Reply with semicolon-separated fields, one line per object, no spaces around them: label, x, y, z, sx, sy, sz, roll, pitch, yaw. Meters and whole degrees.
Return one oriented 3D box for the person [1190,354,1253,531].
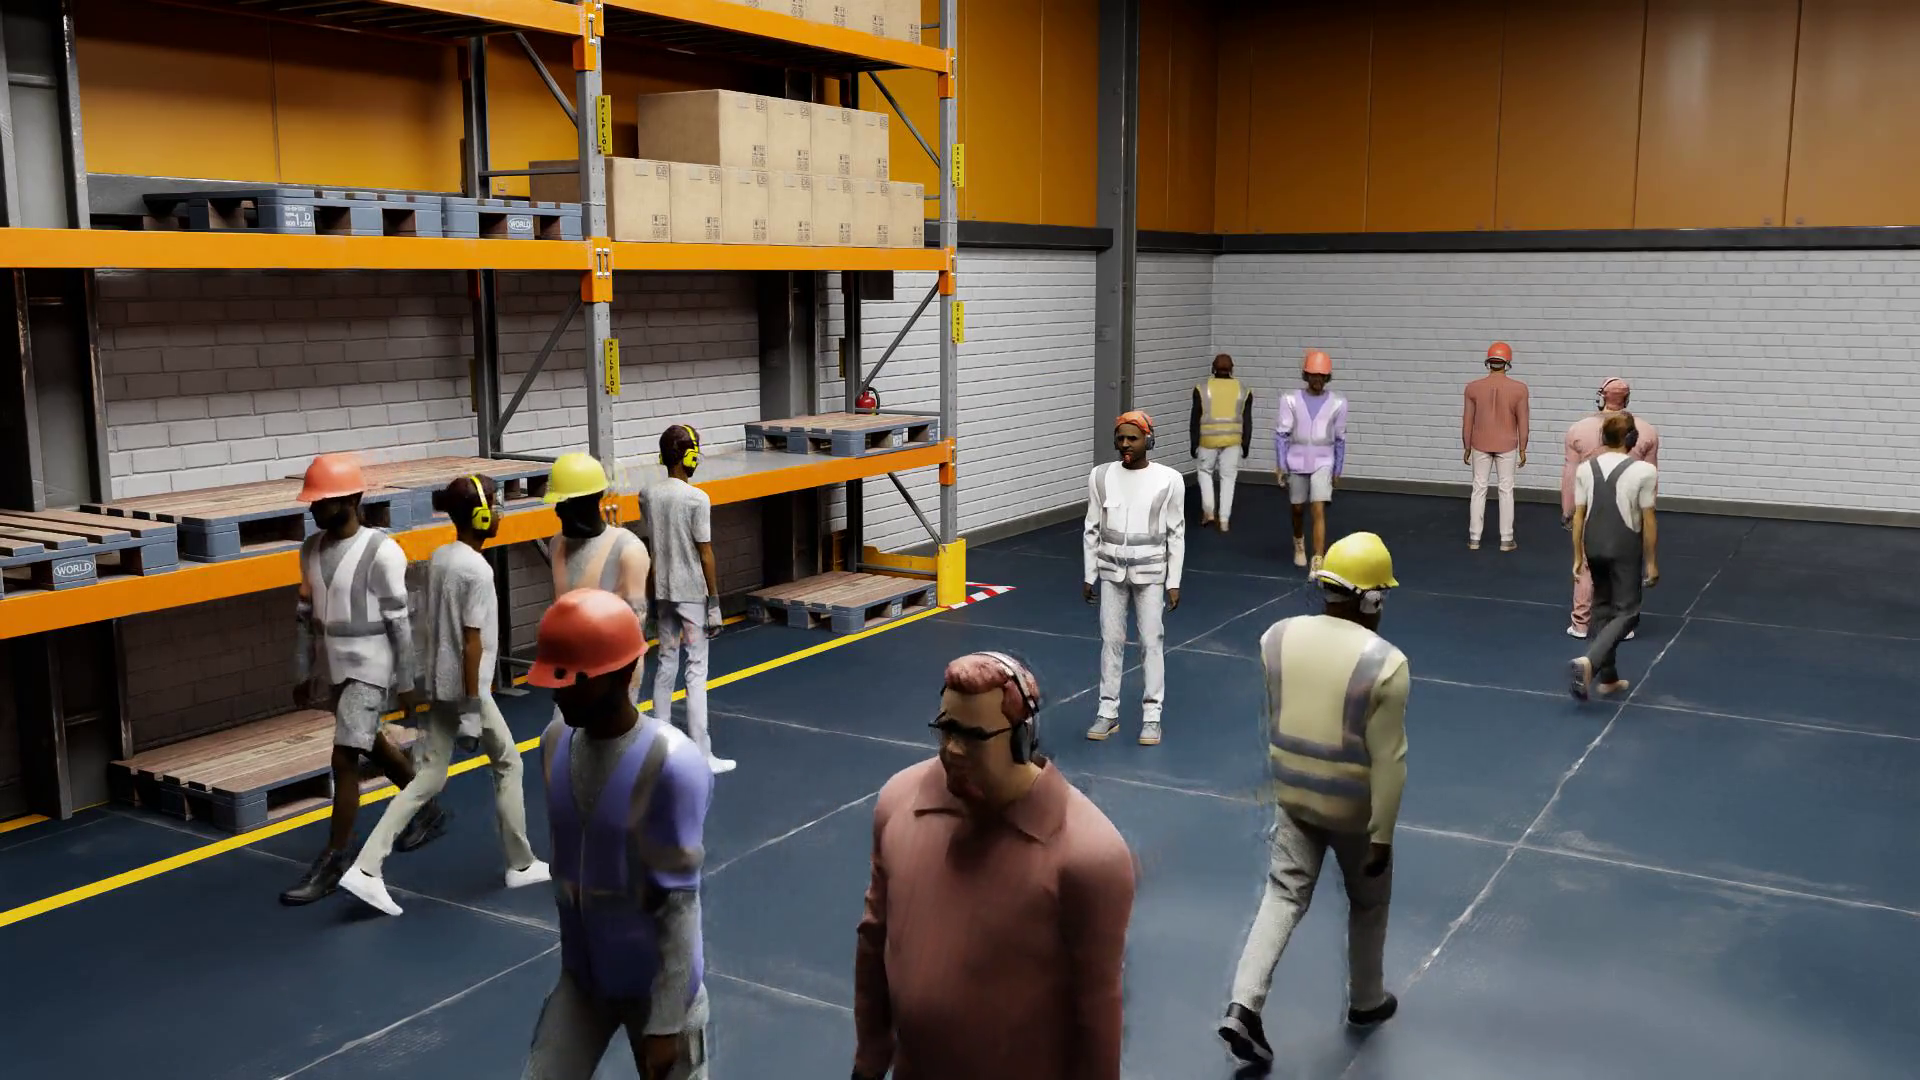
person;2.689;-1.008;17.178;0.662;1.823;0.481;0;9;-1

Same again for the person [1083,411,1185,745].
person;0.968;0.213;9.385;0.583;1.881;0.350;4;10;21

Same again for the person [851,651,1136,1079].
person;0.096;1.137;3.655;0.650;1.881;0.804;7;12;38

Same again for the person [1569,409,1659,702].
person;3.985;0.110;10.216;0.706;1.824;0.528;-8;12;-39

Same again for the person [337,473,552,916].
person;-2.148;0.639;6.931;0.955;1.830;0.536;-8;12;-41

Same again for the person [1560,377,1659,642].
person;4.670;-0.219;11.995;0.651;1.910;0.409;3;9;16

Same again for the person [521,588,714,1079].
person;-0.867;1.063;3.984;0.565;1.903;0.781;6;11;31

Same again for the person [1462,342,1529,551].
person;5.124;-0.892;15.930;0.612;1.995;0.382;4;10;22

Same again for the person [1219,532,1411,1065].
person;1.213;0.868;5.583;0.582;1.800;0.866;8;12;42

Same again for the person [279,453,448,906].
person;-2.627;0.546;7.299;0.563;1.895;0.992;5;10;28

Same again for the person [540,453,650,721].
person;-1.560;0.574;7.075;0.579;1.904;0.448;6;11;31

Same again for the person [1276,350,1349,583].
person;3.086;-0.676;14.614;0.602;2.002;1.058;2;9;13

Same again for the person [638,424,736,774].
person;-1.453;0.322;8.768;0.507;1.865;0.329;6;11;32
